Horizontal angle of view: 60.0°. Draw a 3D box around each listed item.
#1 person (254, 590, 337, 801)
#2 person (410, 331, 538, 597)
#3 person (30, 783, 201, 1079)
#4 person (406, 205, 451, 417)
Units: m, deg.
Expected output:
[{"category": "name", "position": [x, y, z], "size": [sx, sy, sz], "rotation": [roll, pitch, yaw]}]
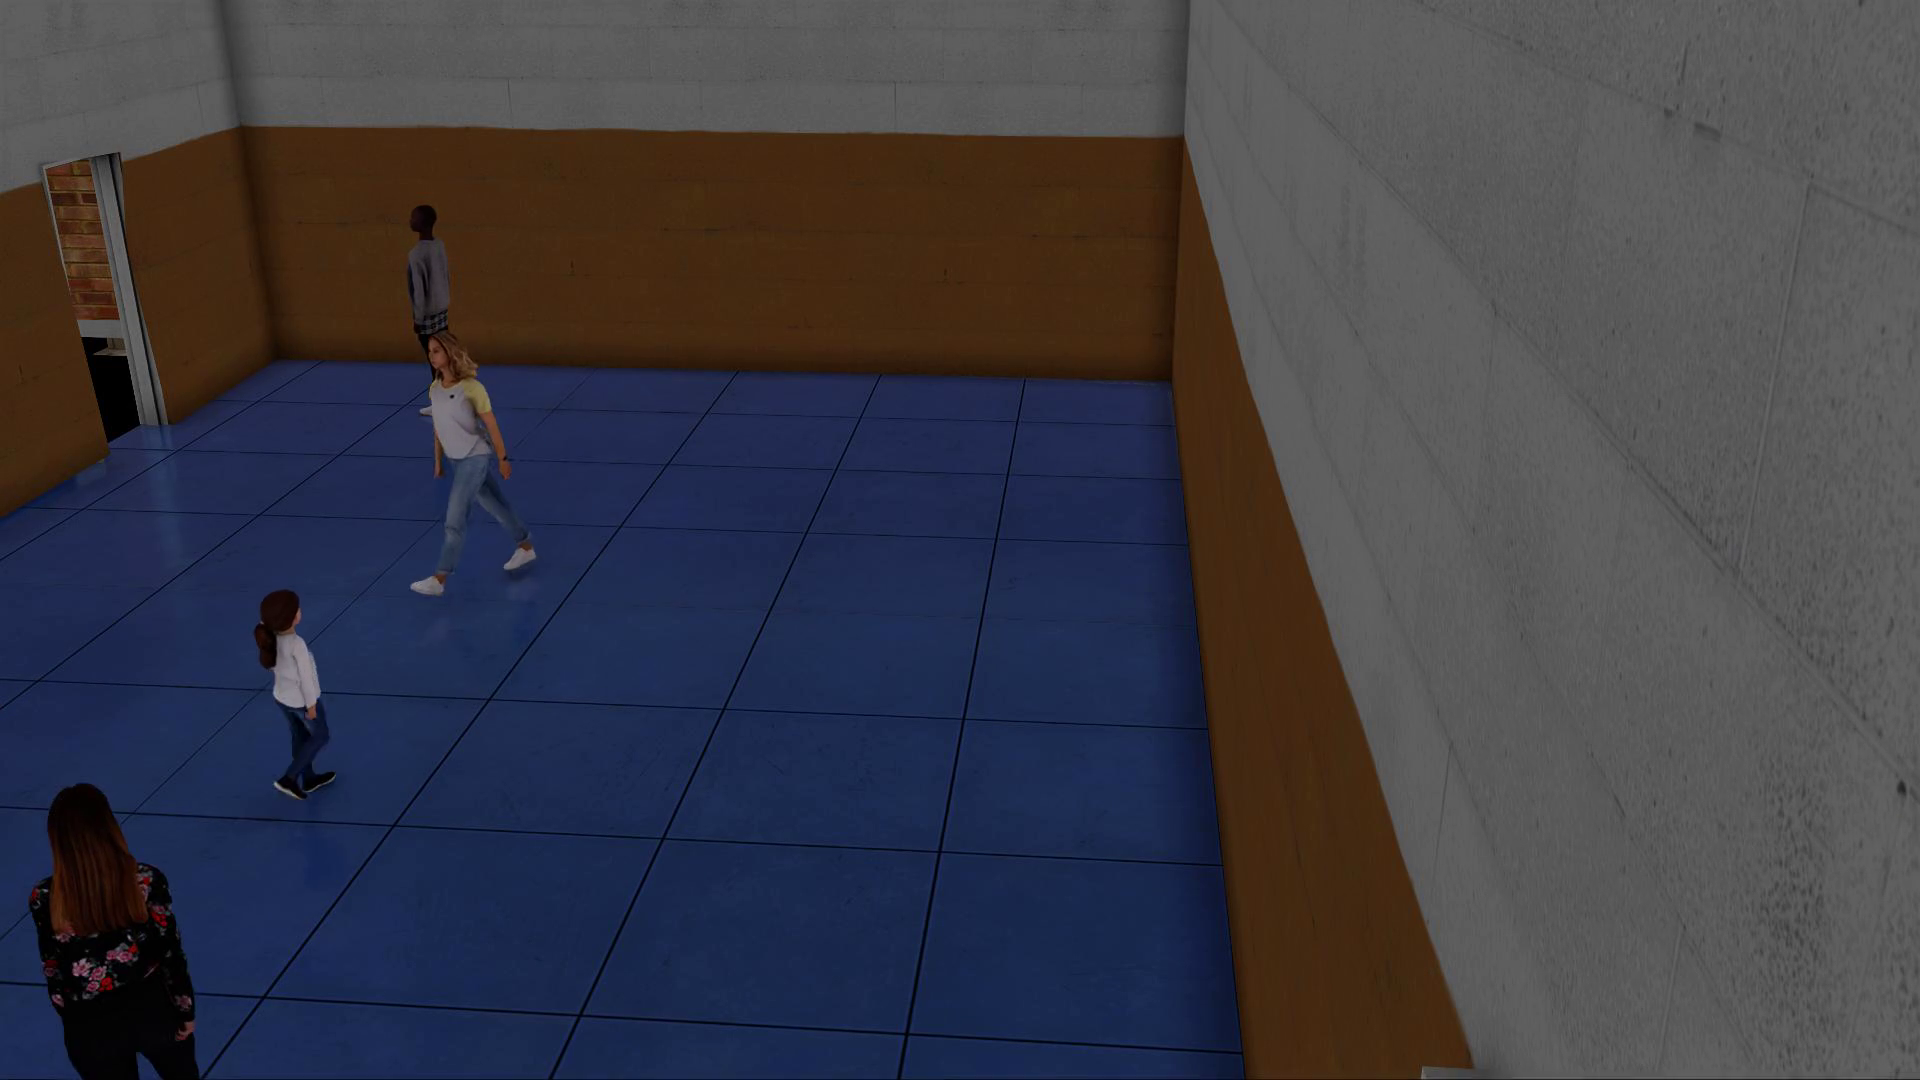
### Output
[{"category": "person", "position": [-3.290, 0.771, 8.139], "size": [0.616, 1.106, 0.641], "rotation": [14, 26, 30]}, {"category": "person", "position": [-3.030, -0.491, 10.533], "size": [1.218, 1.646, 1.105], "rotation": [15, 26, 32]}, {"category": "person", "position": [-2.693, 1.581, 5.361], "size": [0.669, 1.674, 0.749], "rotation": [-9, 24, -22]}, {"category": "person", "position": [-4.420, -1.924, 13.956], "size": [0.571, 1.770, 0.645], "rotation": [5, 22, 12]}]
